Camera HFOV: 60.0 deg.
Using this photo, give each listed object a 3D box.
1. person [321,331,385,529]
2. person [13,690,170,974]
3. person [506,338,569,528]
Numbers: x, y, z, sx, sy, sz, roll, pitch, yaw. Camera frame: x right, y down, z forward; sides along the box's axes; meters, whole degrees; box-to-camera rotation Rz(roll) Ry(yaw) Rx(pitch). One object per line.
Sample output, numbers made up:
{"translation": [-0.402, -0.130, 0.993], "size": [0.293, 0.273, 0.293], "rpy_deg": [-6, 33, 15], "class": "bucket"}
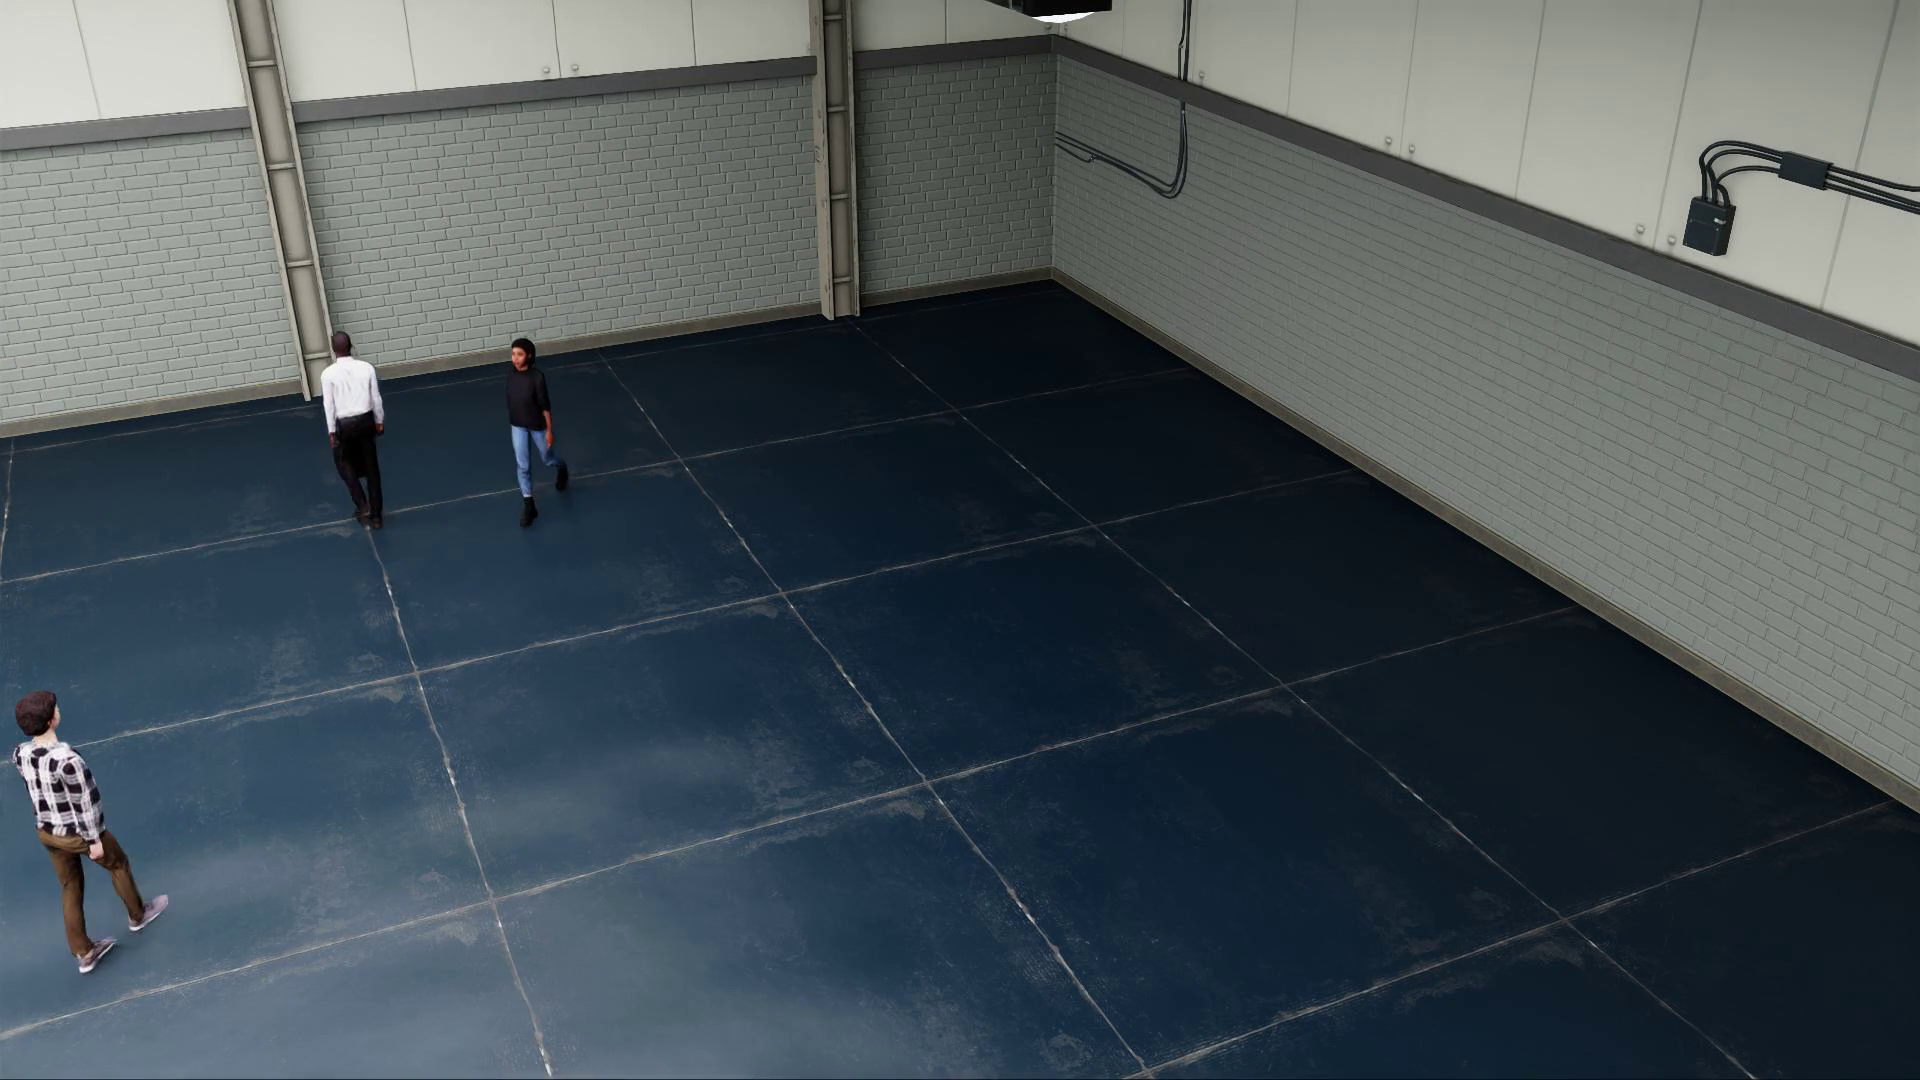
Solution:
{"translation": [-5.331, -0.936, 14.730], "size": [0.639, 1.819, 0.752], "rpy_deg": [-15, 31, -27], "class": "person"}
{"translation": [-5.185, 1.726, 9.596], "size": [0.975, 1.787, 1.020], "rpy_deg": [7, 28, 14], "class": "person"}
{"translation": [-3.843, -1.027, 15.068], "size": [1.082, 1.672, 1.026], "rpy_deg": [4, 28, 8], "class": "person"}
